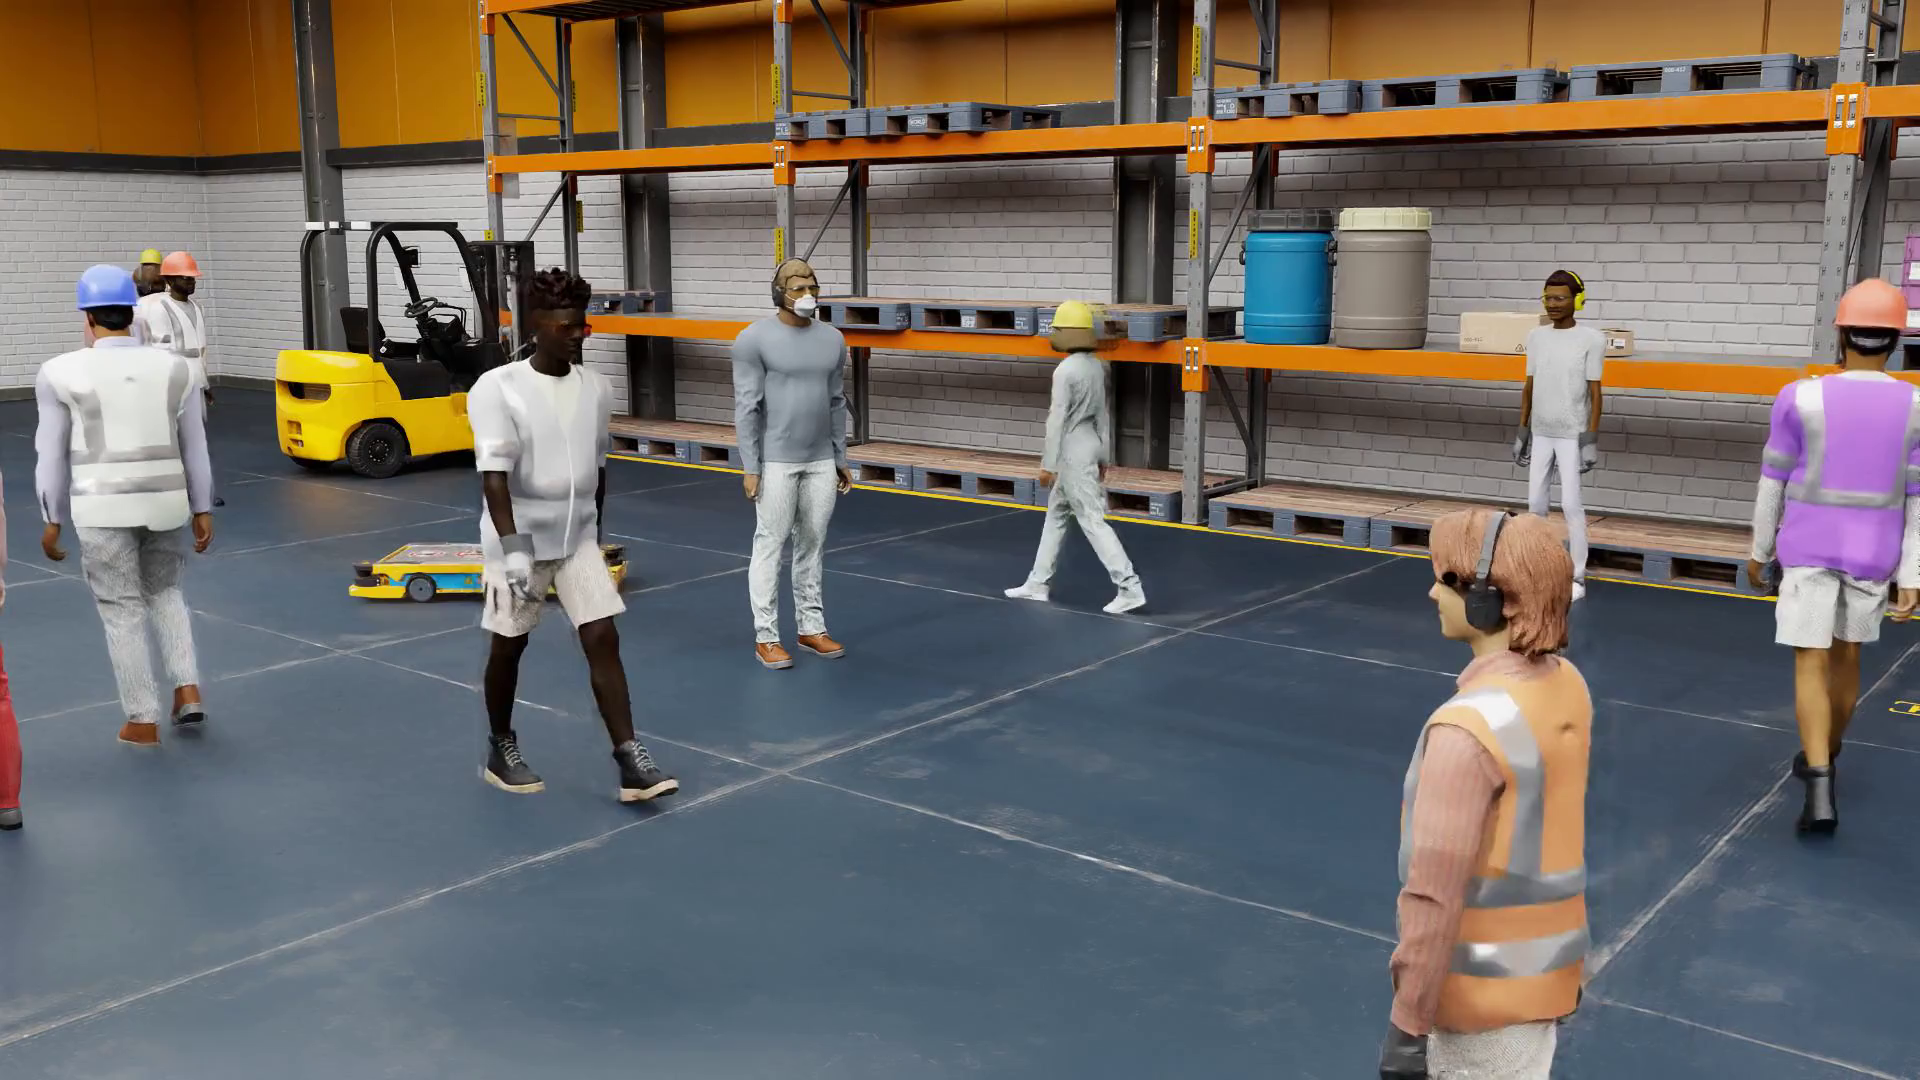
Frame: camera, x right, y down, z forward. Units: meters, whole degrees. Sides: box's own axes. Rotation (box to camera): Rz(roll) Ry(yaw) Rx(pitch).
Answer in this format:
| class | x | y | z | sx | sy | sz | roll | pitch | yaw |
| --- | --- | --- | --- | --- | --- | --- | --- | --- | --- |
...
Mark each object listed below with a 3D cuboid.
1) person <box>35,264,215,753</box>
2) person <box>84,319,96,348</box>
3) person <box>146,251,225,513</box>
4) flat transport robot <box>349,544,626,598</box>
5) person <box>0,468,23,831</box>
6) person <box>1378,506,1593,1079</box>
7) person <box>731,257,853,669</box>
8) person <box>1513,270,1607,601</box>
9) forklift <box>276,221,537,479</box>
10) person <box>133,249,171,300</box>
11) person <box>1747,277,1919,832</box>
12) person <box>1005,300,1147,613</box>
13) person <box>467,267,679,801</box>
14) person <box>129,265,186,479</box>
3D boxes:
| class | x | y | z | sx | sy | sz | roll | pitch | yaw |
| --- | --- | --- | --- | --- | --- | --- | --- | --- | --- |
| person | -3.310 | -0.117 | 6.612 | 0.452 | 1.928 | 0.607 | 9 | 14 | 42 |
| person | -6.932 | -1.307 | 13.789 | 0.512 | 1.716 | 0.830 | 1 | 10 | 7 |
| person | -5.781 | -1.178 | 12.442 | 0.378 | 1.938 | 0.547 | 2 | 10 | 10 |
| flat transport robot | -2.702 | 0.169 | 9.597 | 1.431 | 0.197 | 0.652 | 0 | 10 | -1 |
| person | -3.407 | 0.157 | 5.516 | 0.309 | 1.772 | 0.525 | 4 | 11 | 23 |
| person | 0.929 | 0.743 | 2.735 | 0.838 | 1.606 | 0.524 | 7 | 13 | 36 |
| person | -0.784 | -0.369 | 7.956 | 0.627 | 1.941 | 0.371 | -8 | 13 | -39 |
| person | 3.364 | -0.581 | 9.372 | 0.320 | 1.860 | 0.505 | -8 | 13 | -37 |
| forklift | -4.922 | -1.741 | 14.854 | 1.214 | 2.155 | 2.313 | 8 | 13 | 38 |
| person | -8.689 | -2.175 | 18.002 | 0.594 | 1.922 | 0.386 | -2 | 10 | -13 |
| person | 3.079 | 0.044 | 5.788 | 0.543 | 1.903 | 0.963 | 3 | 11 | 14 |
| person | 0.661 | -0.455 | 9.093 | 0.883 | 1.701 | 0.500 | 5 | 11 | 27 |
| person | -1.409 | 0.013 | 5.899 | 0.976 | 1.917 | 0.618 | 10 | 14 | 43 |
| person | -6.508 | -1.337 | 13.684 | 0.644 | 1.814 | 0.675 | 6 | 12 | 32 |
